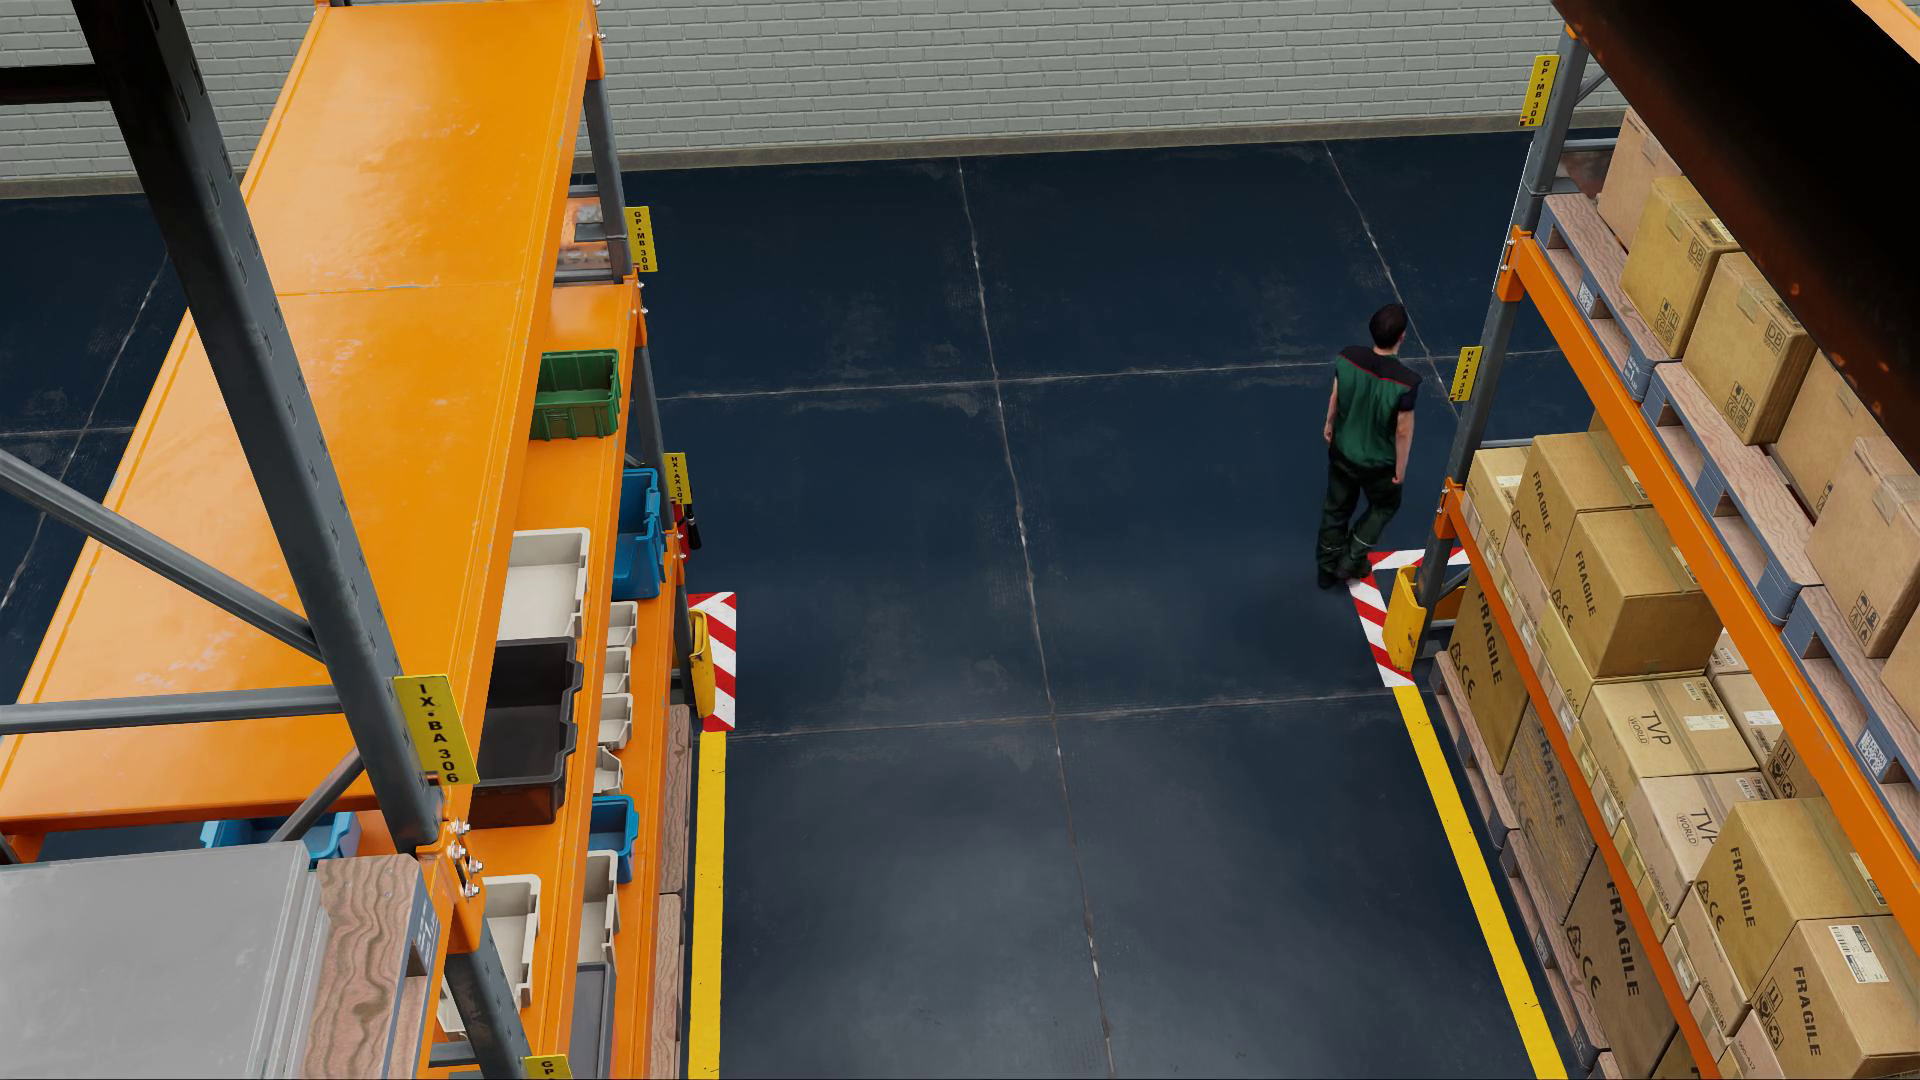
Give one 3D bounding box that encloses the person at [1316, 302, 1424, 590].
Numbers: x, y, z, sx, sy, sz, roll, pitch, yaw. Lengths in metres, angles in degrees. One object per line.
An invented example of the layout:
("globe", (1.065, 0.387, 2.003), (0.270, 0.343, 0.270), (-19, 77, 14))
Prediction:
("person", (2.194, -0.439, 9.191), (0.822, 1.886, 0.892), (32, 52, 30))
